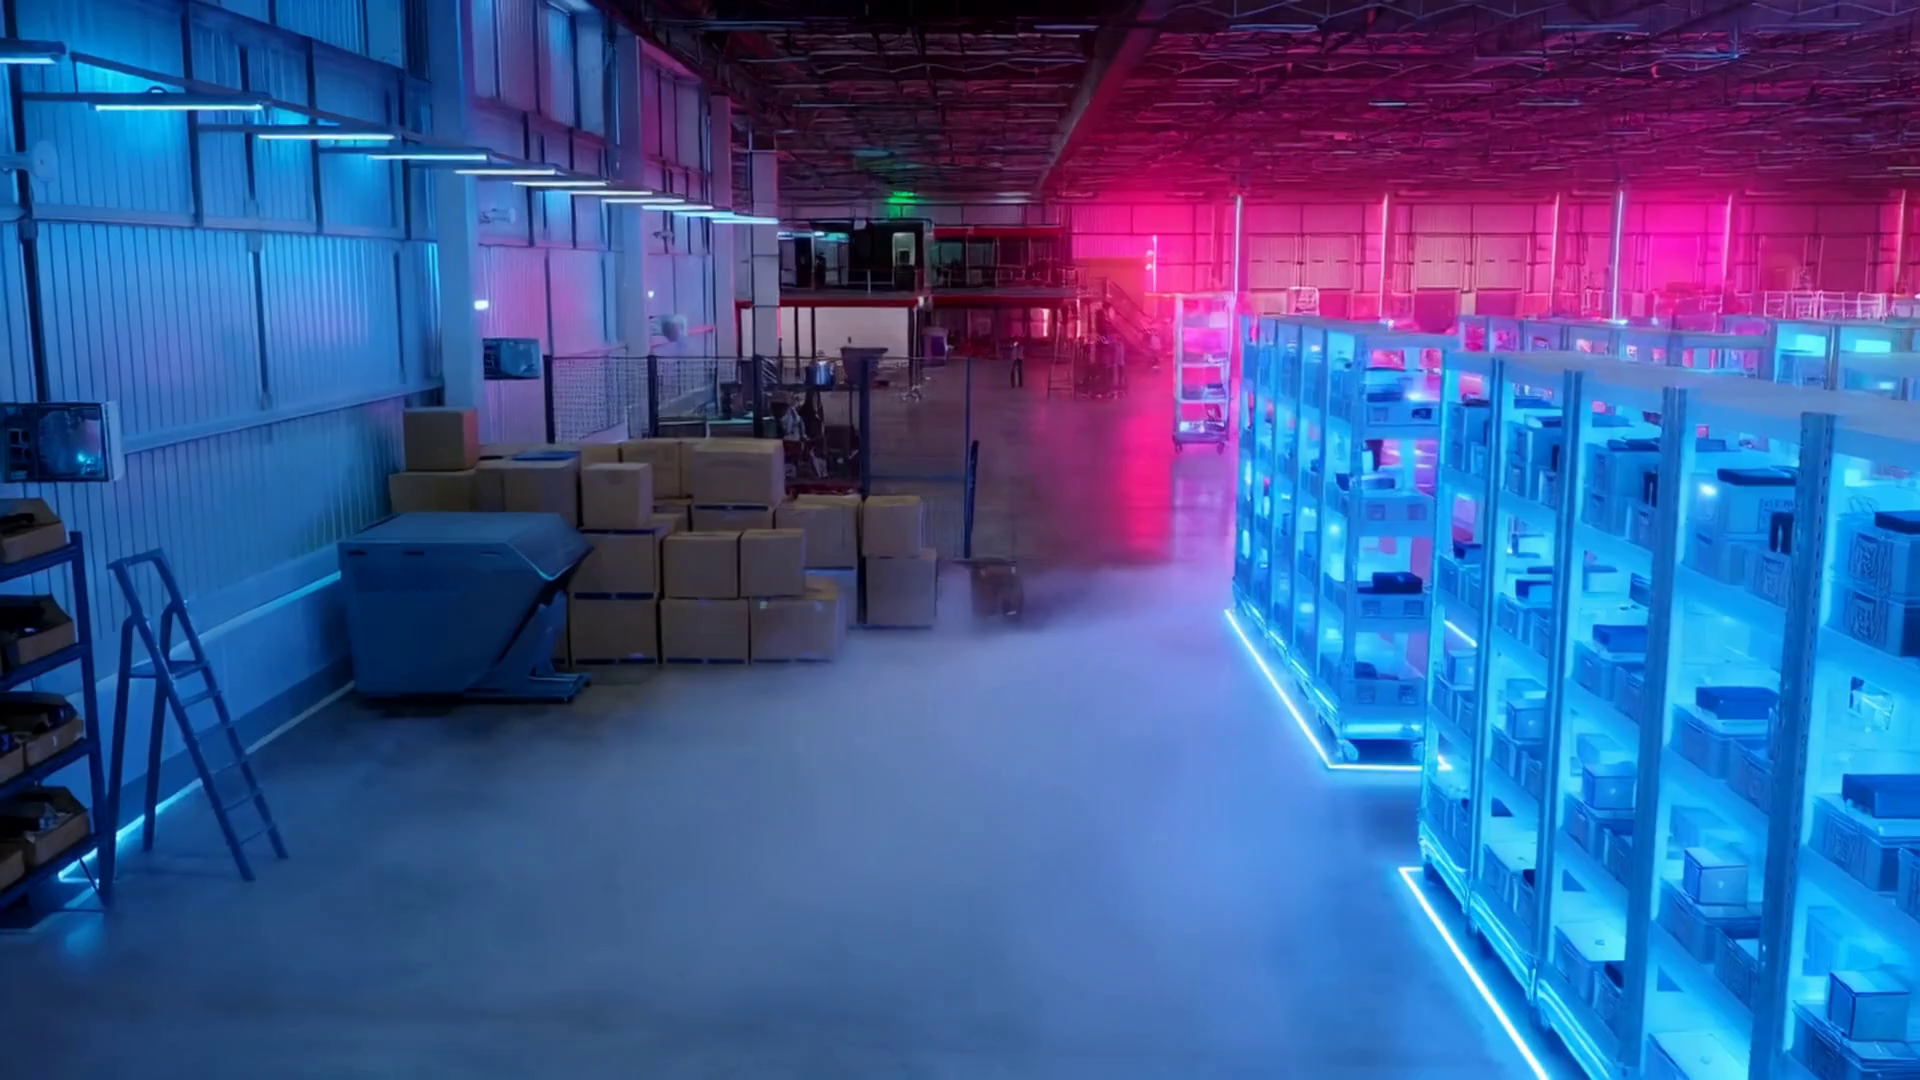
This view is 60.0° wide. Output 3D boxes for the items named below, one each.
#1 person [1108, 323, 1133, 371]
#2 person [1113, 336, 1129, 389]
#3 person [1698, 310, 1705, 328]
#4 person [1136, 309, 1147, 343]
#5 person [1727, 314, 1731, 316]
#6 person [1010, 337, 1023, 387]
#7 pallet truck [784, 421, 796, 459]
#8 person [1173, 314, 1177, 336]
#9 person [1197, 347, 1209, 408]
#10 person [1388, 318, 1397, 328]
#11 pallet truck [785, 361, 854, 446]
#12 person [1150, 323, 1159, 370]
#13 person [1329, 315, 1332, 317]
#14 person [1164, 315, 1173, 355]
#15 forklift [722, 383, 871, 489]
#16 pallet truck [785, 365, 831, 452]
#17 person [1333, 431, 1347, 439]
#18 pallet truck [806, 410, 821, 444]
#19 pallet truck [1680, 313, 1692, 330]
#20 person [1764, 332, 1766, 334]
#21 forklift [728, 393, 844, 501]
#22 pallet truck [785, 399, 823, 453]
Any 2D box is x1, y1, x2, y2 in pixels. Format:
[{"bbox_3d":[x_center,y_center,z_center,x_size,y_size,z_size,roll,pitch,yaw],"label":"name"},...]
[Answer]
[{"bbox_3d":[6.549,-7.905,67.910,1.047,2.000,0.722,2,9,12],"label":"person"},{"bbox_3d":[5.604,-6.125,57.473,0.741,1.856,0.590,0,9,1],"label":"person"},{"bbox_3d":[39.770,-11.299,89.052,0.610,1.971,0.512,-7,12,-37],"label":"person"},{"bbox_3d":[9.891,-11.581,90.729,0.611,1.995,0.380,1,9,4],"label":"person"},{"bbox_3d":[40.086,-10.858,86.715,0.583,1.847,0.880,-1,9,-4],"label":"person"},{"bbox_3d":[1.991,-6.268,58.687,0.519,1.757,0.339,-6,11,-31],"label":"person"},{"bbox_3d":[-4.013,-1.793,32.705,1.601,1.201,0.680,0,9,1],"label":"pallet truck"},{"bbox_3d":[12.519,-12.296,95.395,0.615,1.908,0.475,4,10,25],"label":"person"},{"bbox_3d":[7.286,-4.832,49.559,0.494,1.853,0.511,3,10,18],"label":"person"},{"bbox_3d":[19.449,-9.023,74.990,1.047,1.979,0.633,3,10,19],"label":"person"},{"bbox_3d":[-3.410,-3.193,38.978,1.885,1.965,0.823,0,9,-1],"label":"pallet truck"},{"bbox_3d":[8.097,-8.032,69.041,0.382,1.924,0.594,7,12,37],"label":"person"},{"bbox_3d":[20.525,-11.715,92.558,0.533,1.665,0.818,-1,9,-7],"label":"person"},{"bbox_3d":[10.094,-9.915,80.624,0.355,1.936,0.635,6,11,31],"label":"person"},{"bbox_3d":[-2.893,-1.687,28.729,2.680,1.987,1.157,0,9,-1],"label":"forklift"},{"bbox_3d":[-3.774,-2.976,37.635,1.885,1.965,0.823,1,9,5],"label":"pallet truck"},{"bbox_3d":[5.140,-0.542,22.622,0.612,1.997,0.375,6,11,35],"label":"person"},{"bbox_3d":[-3.559,-2.018,33.905,1.522,1.261,0.704,0,9,-1],"label":"pallet truck"},{"bbox_3d":[36.315,-10.531,84.244,0.823,1.965,1.885,-6,11,-33],"label":"pallet truck"},{"bbox_3d":[39.067,-9.810,80.268,0.429,1.846,0.628,1,9,8],"label":"person"},{"bbox_3d":[-2.979,-1.316,26.476,2.680,1.987,1.157,0,9,1],"label":"forklift"},{"bbox_3d":[-3.814,-2.432,36.419,1.630,1.274,0.653,0,9,1],"label":"pallet truck"}]
